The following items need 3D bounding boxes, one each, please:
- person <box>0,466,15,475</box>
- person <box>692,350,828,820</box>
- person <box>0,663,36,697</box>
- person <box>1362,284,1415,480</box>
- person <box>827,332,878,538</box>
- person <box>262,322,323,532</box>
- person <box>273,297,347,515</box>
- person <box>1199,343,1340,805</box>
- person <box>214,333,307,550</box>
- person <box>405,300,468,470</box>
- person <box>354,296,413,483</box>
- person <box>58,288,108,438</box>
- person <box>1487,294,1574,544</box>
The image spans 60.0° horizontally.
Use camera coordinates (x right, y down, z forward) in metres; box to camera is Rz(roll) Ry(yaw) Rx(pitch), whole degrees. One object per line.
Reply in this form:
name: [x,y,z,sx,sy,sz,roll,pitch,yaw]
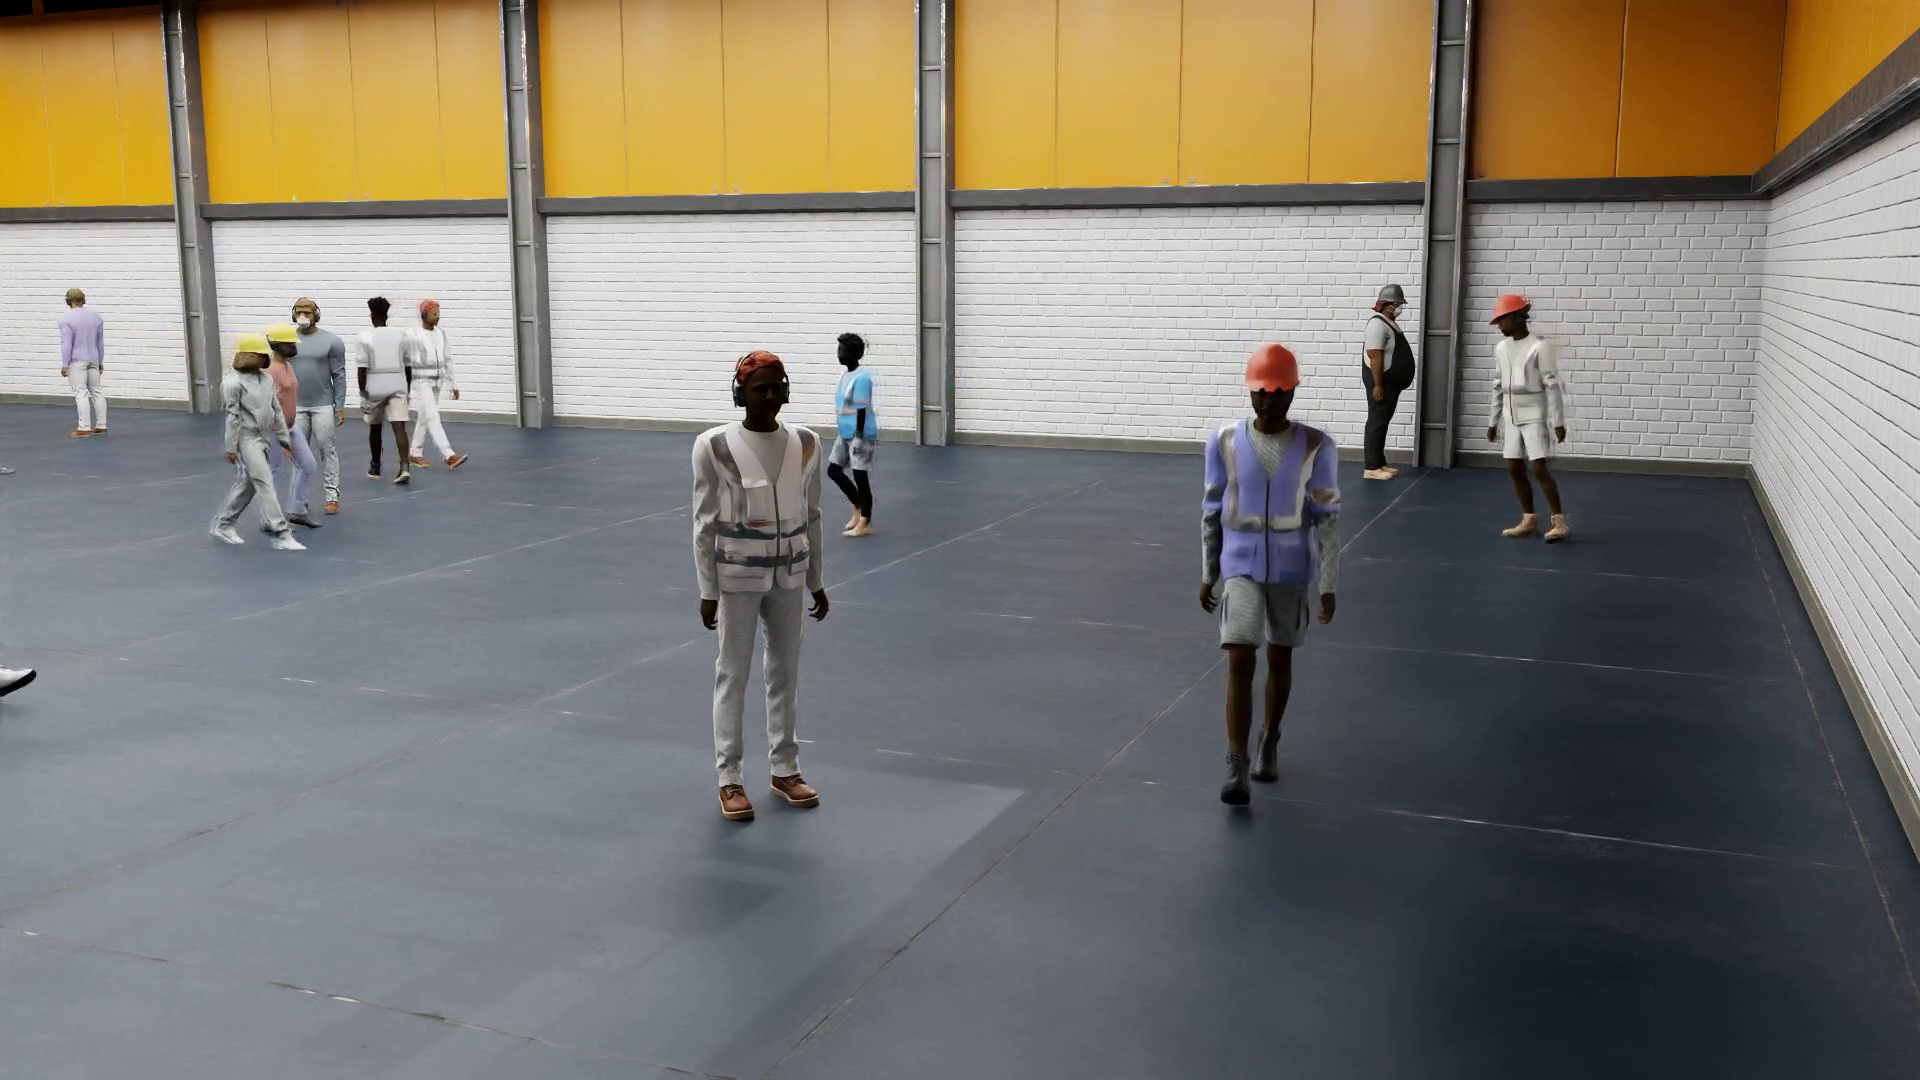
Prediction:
person: [-10.532,-1.565,17.501,0.806,1.820,0.578,-6,11,-32]
person: [-0.800,0.177,6.749,0.573,1.883,0.356,-6,11,-32]
person: [-5.200,-0.068,8.281,0.973,1.855,0.680,2,10,14]
person: [4.484,-1.660,17.401,0.535,2.000,0.687,4,10,24]
person: [-0.871,-0.845,13.548,0.368,1.684,0.536,-5,11,-27]
person: [-5.572,-0.920,13.797,0.548,1.748,0.528,0,9,2]
person: [-5.793,-1.187,14.842,0.631,1.940,0.372,-1,9,-7]
person: [1.272,0.151,6.858,0.574,1.892,0.947,2,10,11]
person: [-5.583,-0.768,13.101,0.910,1.714,0.497,2,10,12]
person: [-5.699,-1.675,18.085,1.002,1.835,0.597,5,11,28]
person: [-5.881,-1.539,17.065,0.599,1.917,1.030,-6,11,-32]
person: [-11.368,-2.294,21.554,0.359,1.936,0.632,4,10,22]
person: [4.572,-0.976,13.413,0.493,1.989,0.746,-4,10,-25]
